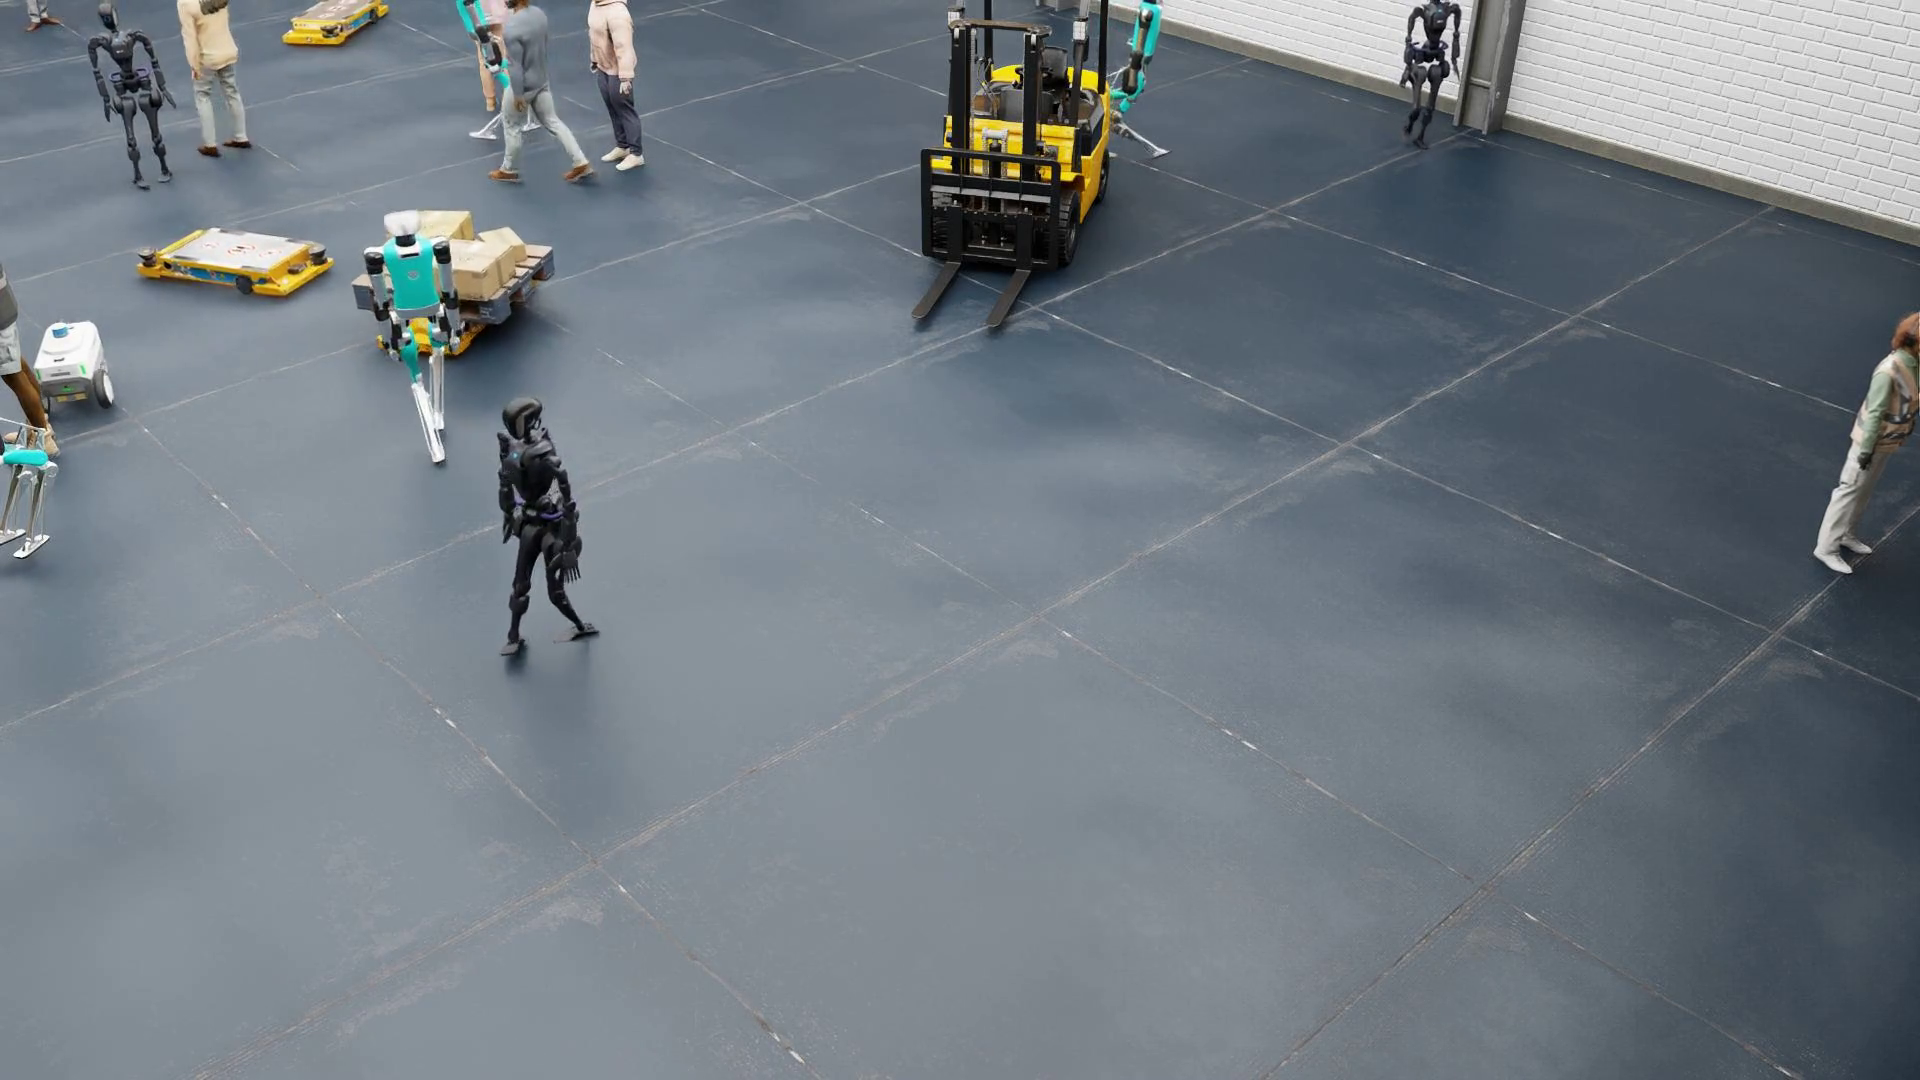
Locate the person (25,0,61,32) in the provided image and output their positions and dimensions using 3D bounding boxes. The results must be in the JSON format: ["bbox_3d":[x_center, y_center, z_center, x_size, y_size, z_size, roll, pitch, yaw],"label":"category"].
[{"bbox_3d":[-10.875,-6.774,19.332,0.325,1.637,0.559,17,37,25],"label":"person"}]

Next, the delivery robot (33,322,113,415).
[{"bbox_3d":[-6.332,-1.253,11.832,0.499,0.590,0.793,-10,34,-15],"label":"delivery robot"}]

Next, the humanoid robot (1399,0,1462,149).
[{"bbox_3d":[4.495,-4.544,15.866,0.584,1.652,0.337,-6,34,-9],"label":"humanoid robot"}]

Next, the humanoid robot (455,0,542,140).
[{"bbox_3d":[-4.411,-4.725,16.076,0.968,1.712,0.554,-14,35,-20],"label":"humanoid robot"}]

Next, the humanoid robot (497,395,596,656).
[{"bbox_3d":[-2.285,-0.054,8.998,0.601,1.632,0.550,22,39,30],"label":"humanoid robot"}]

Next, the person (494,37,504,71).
[{"bbox_3d":[-4.980,-5.851,17.794,0.524,1.768,0.308,23,39,31],"label":"person"}]

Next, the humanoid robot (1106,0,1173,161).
[{"bbox_3d":[1.513,-4.296,15.427,1.020,1.722,0.538,10,34,15],"label":"humanoid robot"}]

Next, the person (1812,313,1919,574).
[{"bbox_3d":[5.422,-0.584,9.814,0.523,1.636,0.306,-27,42,-35],"label":"person"}]

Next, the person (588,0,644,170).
[{"bbox_3d":[-3.204,-4.397,15.479,0.431,1.859,0.791,-19,38,-27],"label":"person"}]

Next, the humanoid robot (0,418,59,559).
[{"bbox_3d":[-5.703,-0.701,9.783,0.533,1.676,0.735,15,36,21],"label":"humanoid robot"}]

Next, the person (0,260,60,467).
[{"bbox_3d":[-6.301,-1.445,10.770,0.375,2.045,0.604,-15,36,-21],"label":"person"}]

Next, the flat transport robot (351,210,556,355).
[{"bbox_3d":[-3.915,-1.863,13.037,0.659,0.231,1.431,7,34,11],"label":"flat transport robot"}]

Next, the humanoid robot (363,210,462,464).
[{"bbox_3d":[-3.591,-1.421,11.020,0.530,1.772,0.844,-13,35,-20],"label":"humanoid robot"}]

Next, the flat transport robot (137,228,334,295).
[{"bbox_3d":[-5.976,-2.300,13.708,1.431,0.231,0.659,10,34,15],"label":"flat transport robot"}]

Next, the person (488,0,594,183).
[{"bbox_3d":[-3.882,-4.139,15.048,0.988,1.891,0.637,11,35,17],"label":"person"}]

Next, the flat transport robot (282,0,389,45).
[{"bbox_3d":[-7.351,-6.135,19.603,0.659,0.231,1.431,4,33,7],"label":"flat transport robot"}]

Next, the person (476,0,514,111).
[{"bbox_3d":[-4.734,-5.226,16.816,0.524,1.784,0.402,0,33,0],"label":"person"}]

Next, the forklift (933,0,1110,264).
[{"bbox_3d":[0.570,-3.725,14.138,1.214,2.155,2.313,9,34,13],"label":"forklift"}]

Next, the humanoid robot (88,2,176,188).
[{"bbox_3d":[-7.481,-4.044,15.104,0.608,1.649,0.413,-15,36,-21],"label":"humanoid robot"}]

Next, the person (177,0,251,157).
[{"bbox_3d":[-7.104,-4.589,15.768,0.529,1.864,0.562,19,38,27],"label":"person"}]
